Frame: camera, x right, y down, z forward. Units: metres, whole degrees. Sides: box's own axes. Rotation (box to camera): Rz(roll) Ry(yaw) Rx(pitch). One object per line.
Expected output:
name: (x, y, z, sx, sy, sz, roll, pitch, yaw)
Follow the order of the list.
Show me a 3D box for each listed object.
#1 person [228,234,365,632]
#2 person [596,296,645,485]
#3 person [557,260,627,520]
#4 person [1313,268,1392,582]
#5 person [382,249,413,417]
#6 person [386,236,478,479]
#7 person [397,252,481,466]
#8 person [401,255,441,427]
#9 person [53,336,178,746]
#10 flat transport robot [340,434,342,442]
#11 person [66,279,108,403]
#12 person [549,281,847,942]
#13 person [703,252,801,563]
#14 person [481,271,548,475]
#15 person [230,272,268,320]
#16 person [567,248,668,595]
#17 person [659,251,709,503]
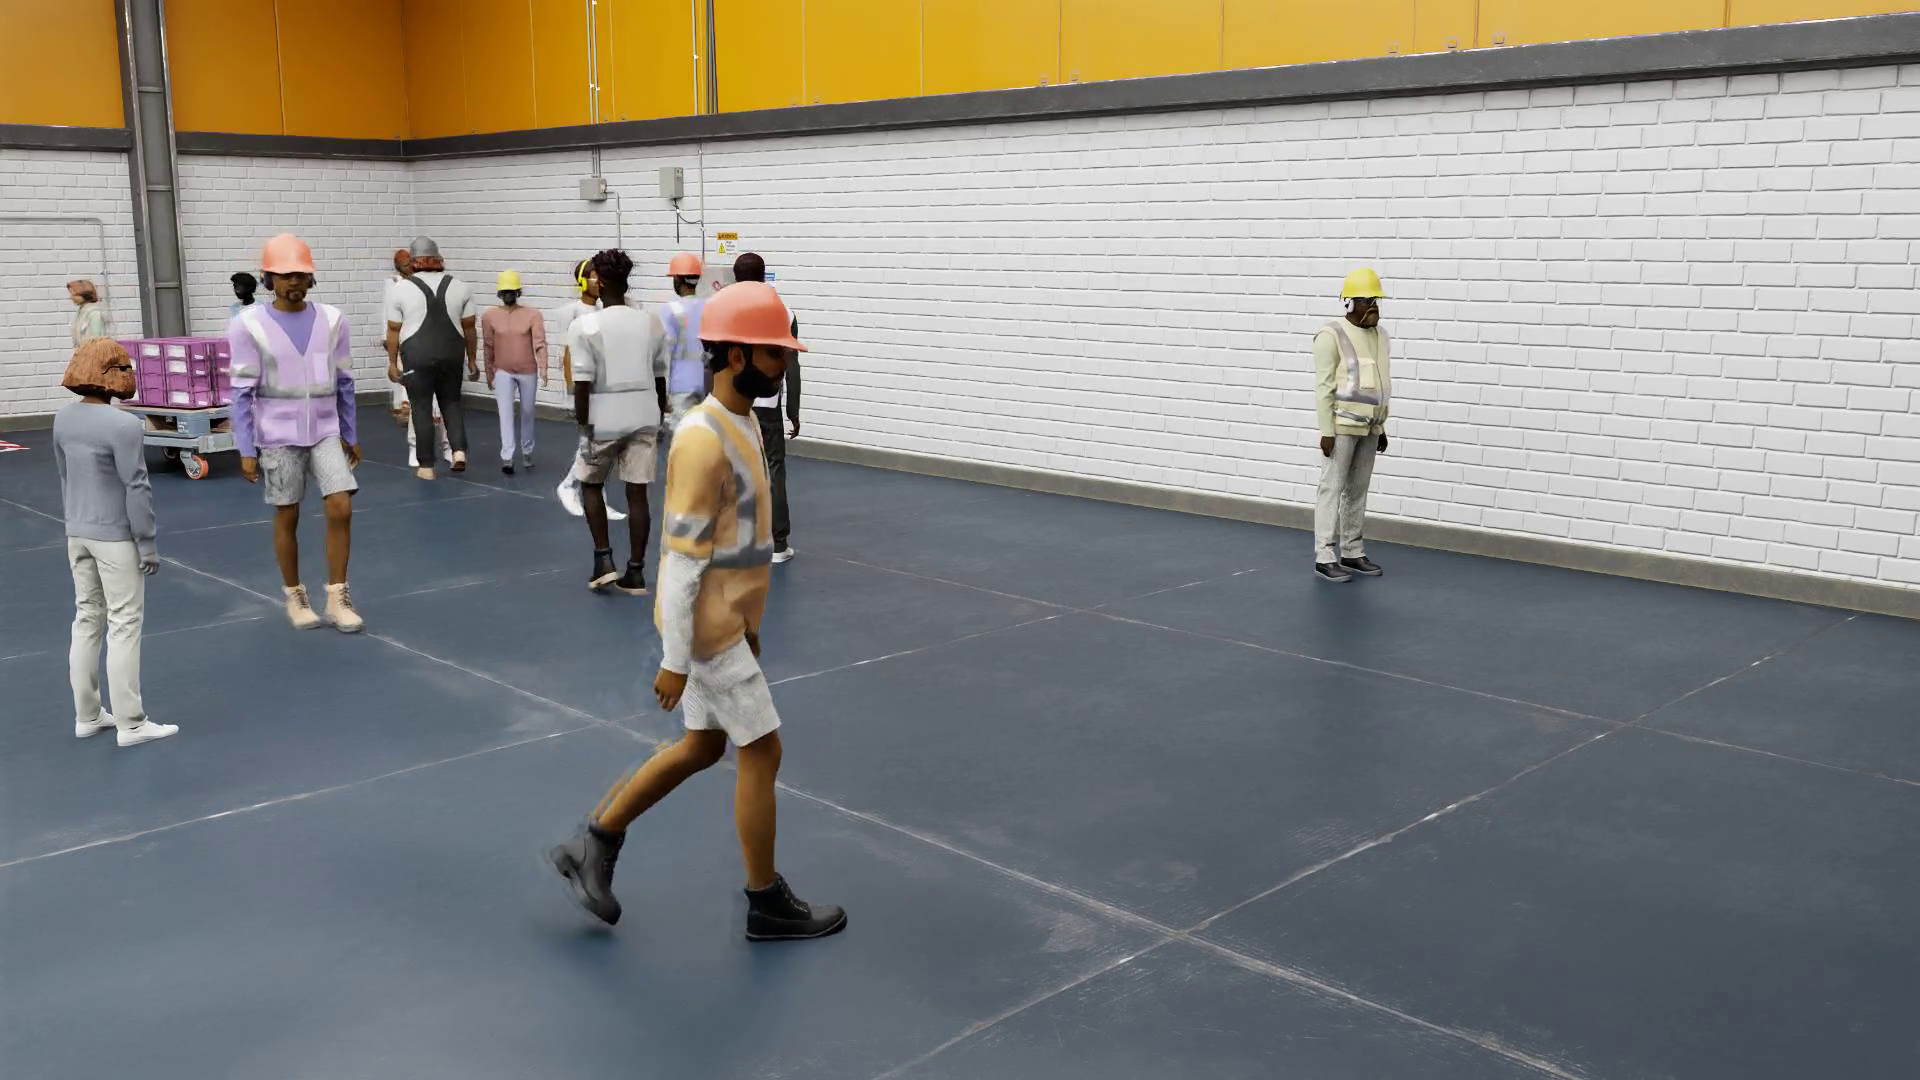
person: (-3.299, -0.511, 8.374, 0.649, 2.017, 0.744, -8, 13, -39)
person: (-2.815, -1.359, 13.520, 0.600, 1.832, 0.404, -4, 11, -21)
person: (-2.598, -1.049, 11.776, 0.412, 1.851, 0.543, 4, 11, 21)
person: (2.329, -0.679, 9.812, 0.590, 1.835, 0.404, -8, 13, -37)
person: (-6.040, -2.273, 18.424, 0.694, 1.861, 0.546, 0, 10, -1)
person: (-4.418, -1.532, 13.898, 0.717, 2.000, 0.543, -7, 12, -33)
person: (-4.615, -1.602, 14.682, 0.723, 1.903, 0.425, -6, 12, -29)
person: (-5.679, -2.089, 17.461, 0.596, 1.874, 0.679, 1, 10, 5)
person: (-3.403, 0.005, 6.659, 0.498, 1.626, 0.288, 6, 12, 28)
flat transport robot: (-6.670, -0.976, 15.694, 1.431, 0.197, 0.652, 0, 10, 0)
person: (-7.950, -1.568, 15.220, 0.524, 1.624, 0.357, 10, 14, 43)
person: (-0.784, 0.224, 4.713, 0.832, 1.909, 0.546, 0, 10, -2)
person: (-1.279, -0.803, 10.262, 0.591, 1.916, 0.379, -1, 10, -4)
person: (-3.801, -1.433, 14.225, 0.539, 1.715, 0.905, -2, 11, -11)
person: (-6.903, -1.823, 16.470, 0.553, 1.669, 0.549, 4, 11, 20)
person: (-1.923, -0.661, 9.389, 0.617, 1.946, 0.505, -6, 12, -29)
person: (-1.919, -1.142, 12.144, 0.859, 1.910, 0.547, 9, 14, 42)
